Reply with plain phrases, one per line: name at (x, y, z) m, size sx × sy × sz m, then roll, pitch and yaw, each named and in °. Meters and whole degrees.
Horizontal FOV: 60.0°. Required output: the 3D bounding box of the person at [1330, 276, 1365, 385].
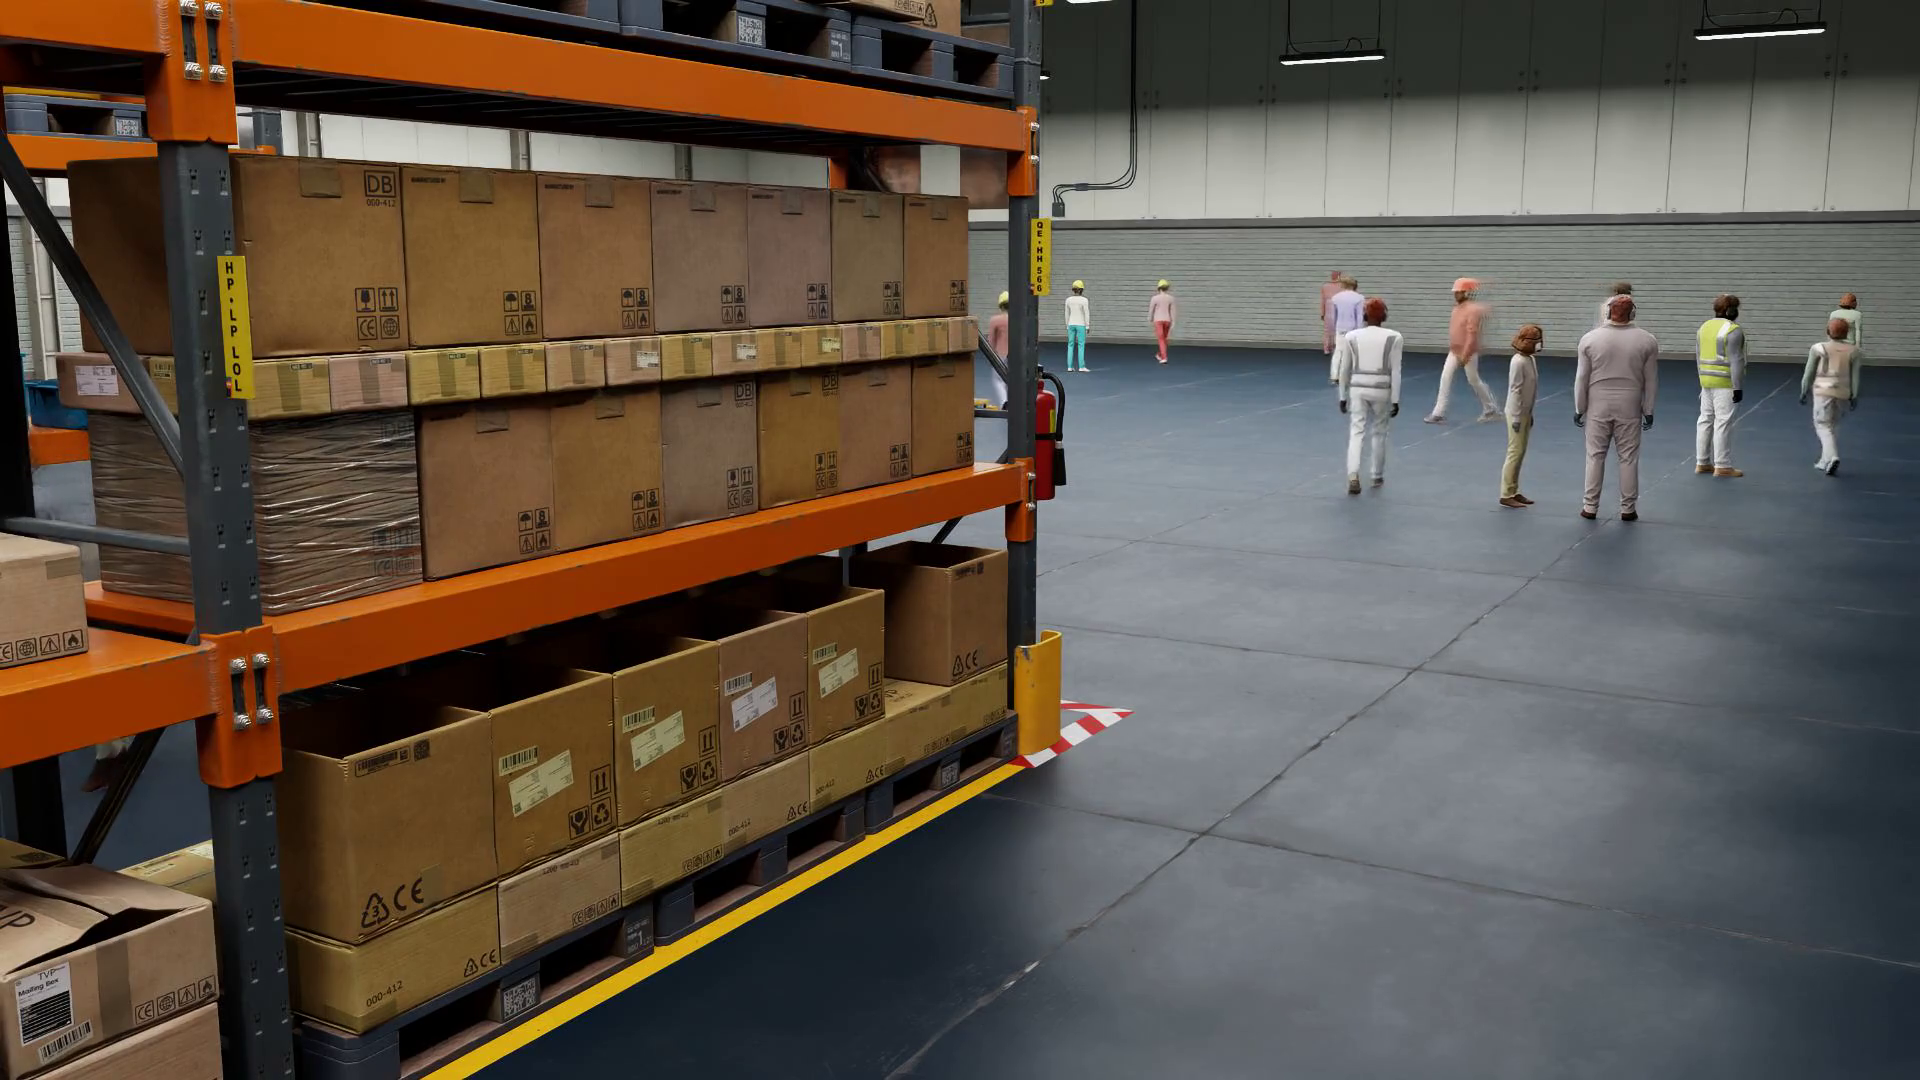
person at (6.717, -3.619, 28.790) m, size 0.650 × 1.886 × 1.015 m, roll 8°, pitch 13°, yaw 40°

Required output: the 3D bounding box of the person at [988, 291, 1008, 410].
person at (0.645, -2.529, 22.798) m, size 0.530 × 1.751 × 0.501 m, roll -3°, pitch 10°, yaw -15°

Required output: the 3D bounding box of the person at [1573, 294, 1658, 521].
person at (5.533, -1.115, 14.062) m, size 0.653 × 1.906 × 0.405 m, roll 3°, pitch 10°, yaw 19°

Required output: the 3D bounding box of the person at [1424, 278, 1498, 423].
person at (6.743, -2.519, 22.179) m, size 1.031 × 1.955 × 0.609 m, roll -4°, pitch 10°, yaw -21°

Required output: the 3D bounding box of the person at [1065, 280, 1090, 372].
person at (2.267, -4.110, 32.001) m, size 0.525 × 1.770 × 0.307 m, roll 7°, pitch 12°, yaw 34°

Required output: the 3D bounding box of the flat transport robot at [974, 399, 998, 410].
flat transport robot at (-0.118, -1.828, 23.018) m, size 0.652 × 0.197 × 1.431 m, roll 6°, pitch 11°, yaw 31°

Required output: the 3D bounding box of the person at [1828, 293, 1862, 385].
person at (14.172, -3.127, 26.639) m, size 0.276 × 1.633 × 0.507 m, roll -8°, pitch 12°, yaw -38°

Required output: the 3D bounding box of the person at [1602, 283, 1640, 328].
person at (10.676, -3.222, 26.727) m, size 0.974 × 1.787 × 0.643 m, roll -3°, pitch 10°, yaw -19°

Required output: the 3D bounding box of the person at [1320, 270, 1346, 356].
person at (8.379, -5.060, 37.167) m, size 0.644 × 1.904 × 0.399 m, roll 5°, pitch 11°, yaw 28°

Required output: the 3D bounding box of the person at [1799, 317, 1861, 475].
person at (8.950, -1.473, 17.035) m, size 0.514 × 1.607 × 0.780 m, roll 1°, pitch 10°, yaw 3°

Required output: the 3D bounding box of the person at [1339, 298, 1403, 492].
person at (3.874, -1.372, 15.779) m, size 0.589 × 1.847 × 0.950 m, roll 4°, pitch 10°, yaw 22°

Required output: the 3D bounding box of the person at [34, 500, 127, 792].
person at (-3.768, 0.306, 6.675) m, size 0.512 × 1.595 × 0.850 m, roll 4°, pitch 11°, yaw 24°

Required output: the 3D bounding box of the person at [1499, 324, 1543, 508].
person at (4.999, -1.102, 14.808) m, size 0.279 × 1.626 × 0.510 m, roll 6°, pitch 12°, yaw 32°

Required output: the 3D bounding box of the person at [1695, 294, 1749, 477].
person at (7.739, -1.566, 16.888) m, size 0.429 × 1.847 × 0.627 m, roll -2°, pitch 10°, yaw -12°

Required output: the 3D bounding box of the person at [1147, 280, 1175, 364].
person at (4.186, -4.553, 34.743) m, size 0.531 × 1.720 × 0.913 m, roll -3°, pitch 10°, yaw -18°
